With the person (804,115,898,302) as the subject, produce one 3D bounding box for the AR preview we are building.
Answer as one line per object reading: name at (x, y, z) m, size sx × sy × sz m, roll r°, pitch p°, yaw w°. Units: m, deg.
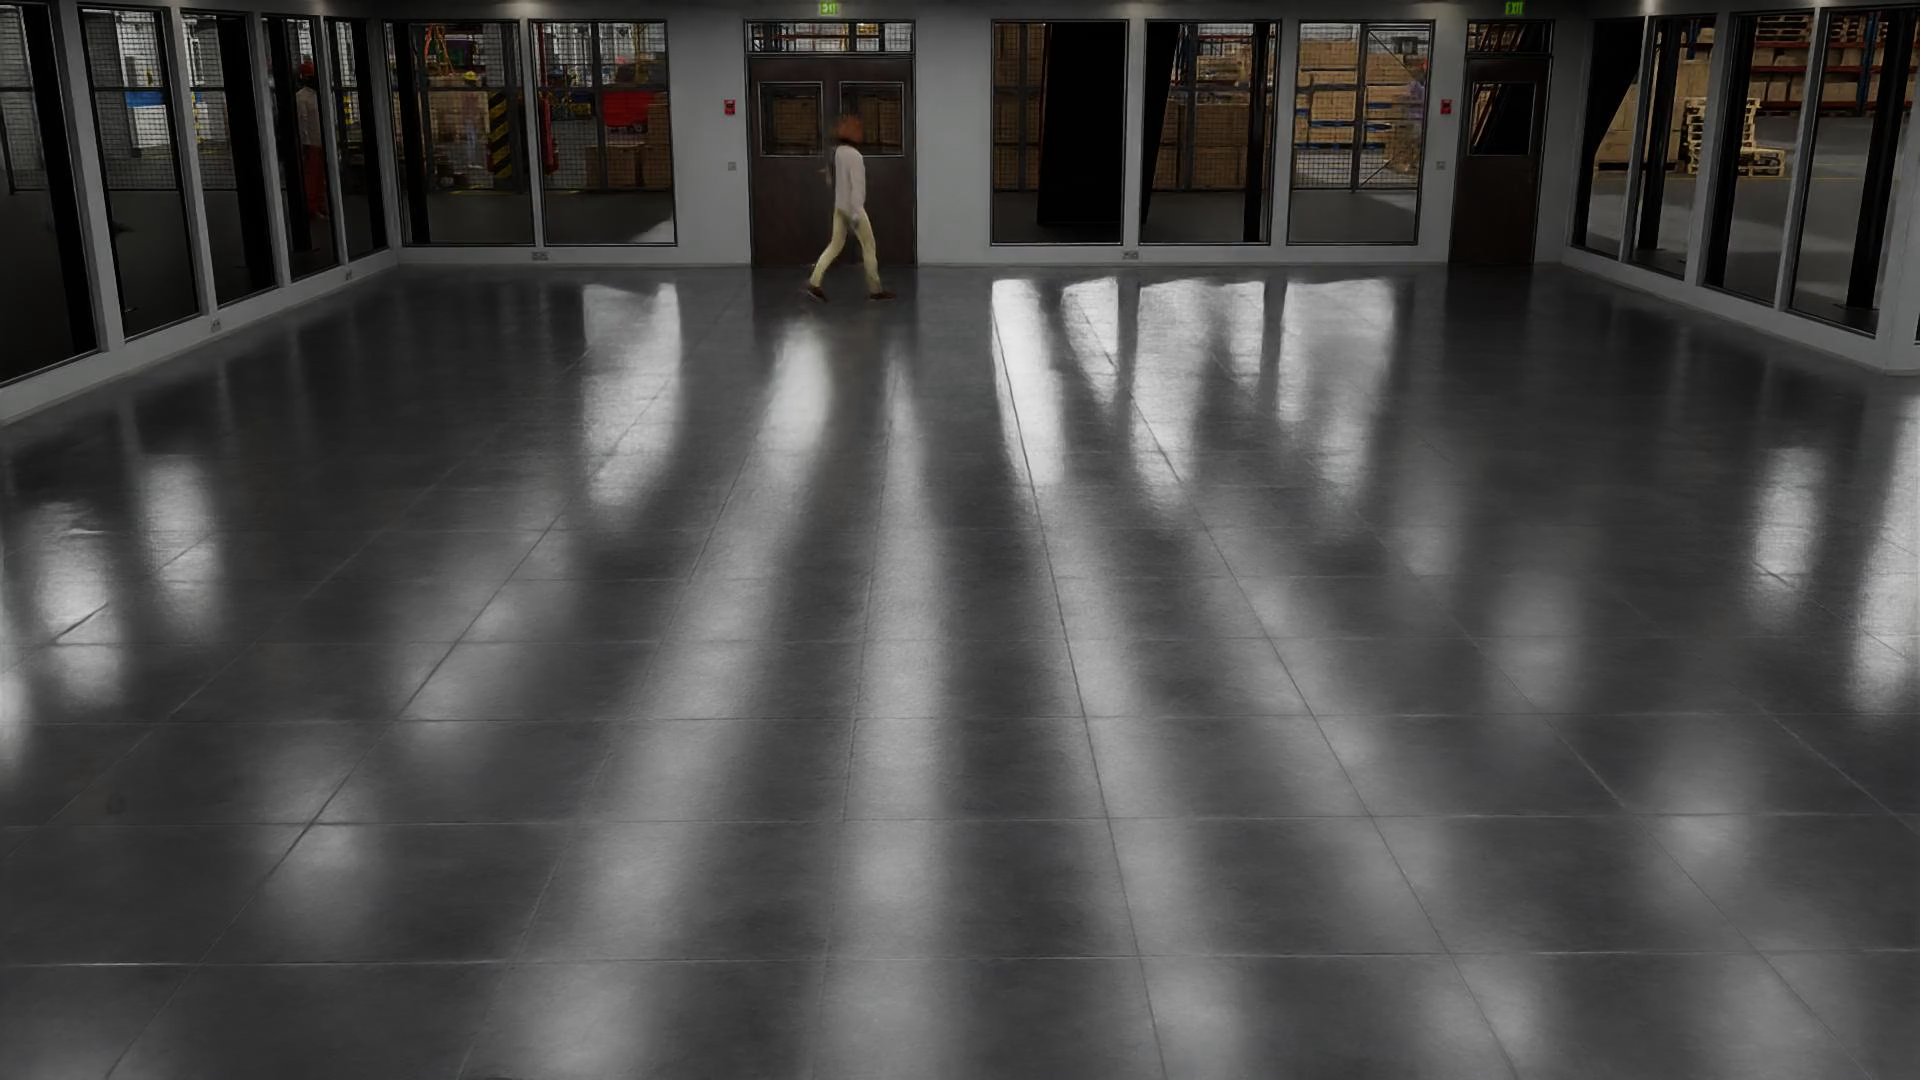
person at (-0.979, -2.839, 14.305) m, size 0.821 × 1.599 × 0.506 m, roll -9°, pitch 19°, yaw -29°
